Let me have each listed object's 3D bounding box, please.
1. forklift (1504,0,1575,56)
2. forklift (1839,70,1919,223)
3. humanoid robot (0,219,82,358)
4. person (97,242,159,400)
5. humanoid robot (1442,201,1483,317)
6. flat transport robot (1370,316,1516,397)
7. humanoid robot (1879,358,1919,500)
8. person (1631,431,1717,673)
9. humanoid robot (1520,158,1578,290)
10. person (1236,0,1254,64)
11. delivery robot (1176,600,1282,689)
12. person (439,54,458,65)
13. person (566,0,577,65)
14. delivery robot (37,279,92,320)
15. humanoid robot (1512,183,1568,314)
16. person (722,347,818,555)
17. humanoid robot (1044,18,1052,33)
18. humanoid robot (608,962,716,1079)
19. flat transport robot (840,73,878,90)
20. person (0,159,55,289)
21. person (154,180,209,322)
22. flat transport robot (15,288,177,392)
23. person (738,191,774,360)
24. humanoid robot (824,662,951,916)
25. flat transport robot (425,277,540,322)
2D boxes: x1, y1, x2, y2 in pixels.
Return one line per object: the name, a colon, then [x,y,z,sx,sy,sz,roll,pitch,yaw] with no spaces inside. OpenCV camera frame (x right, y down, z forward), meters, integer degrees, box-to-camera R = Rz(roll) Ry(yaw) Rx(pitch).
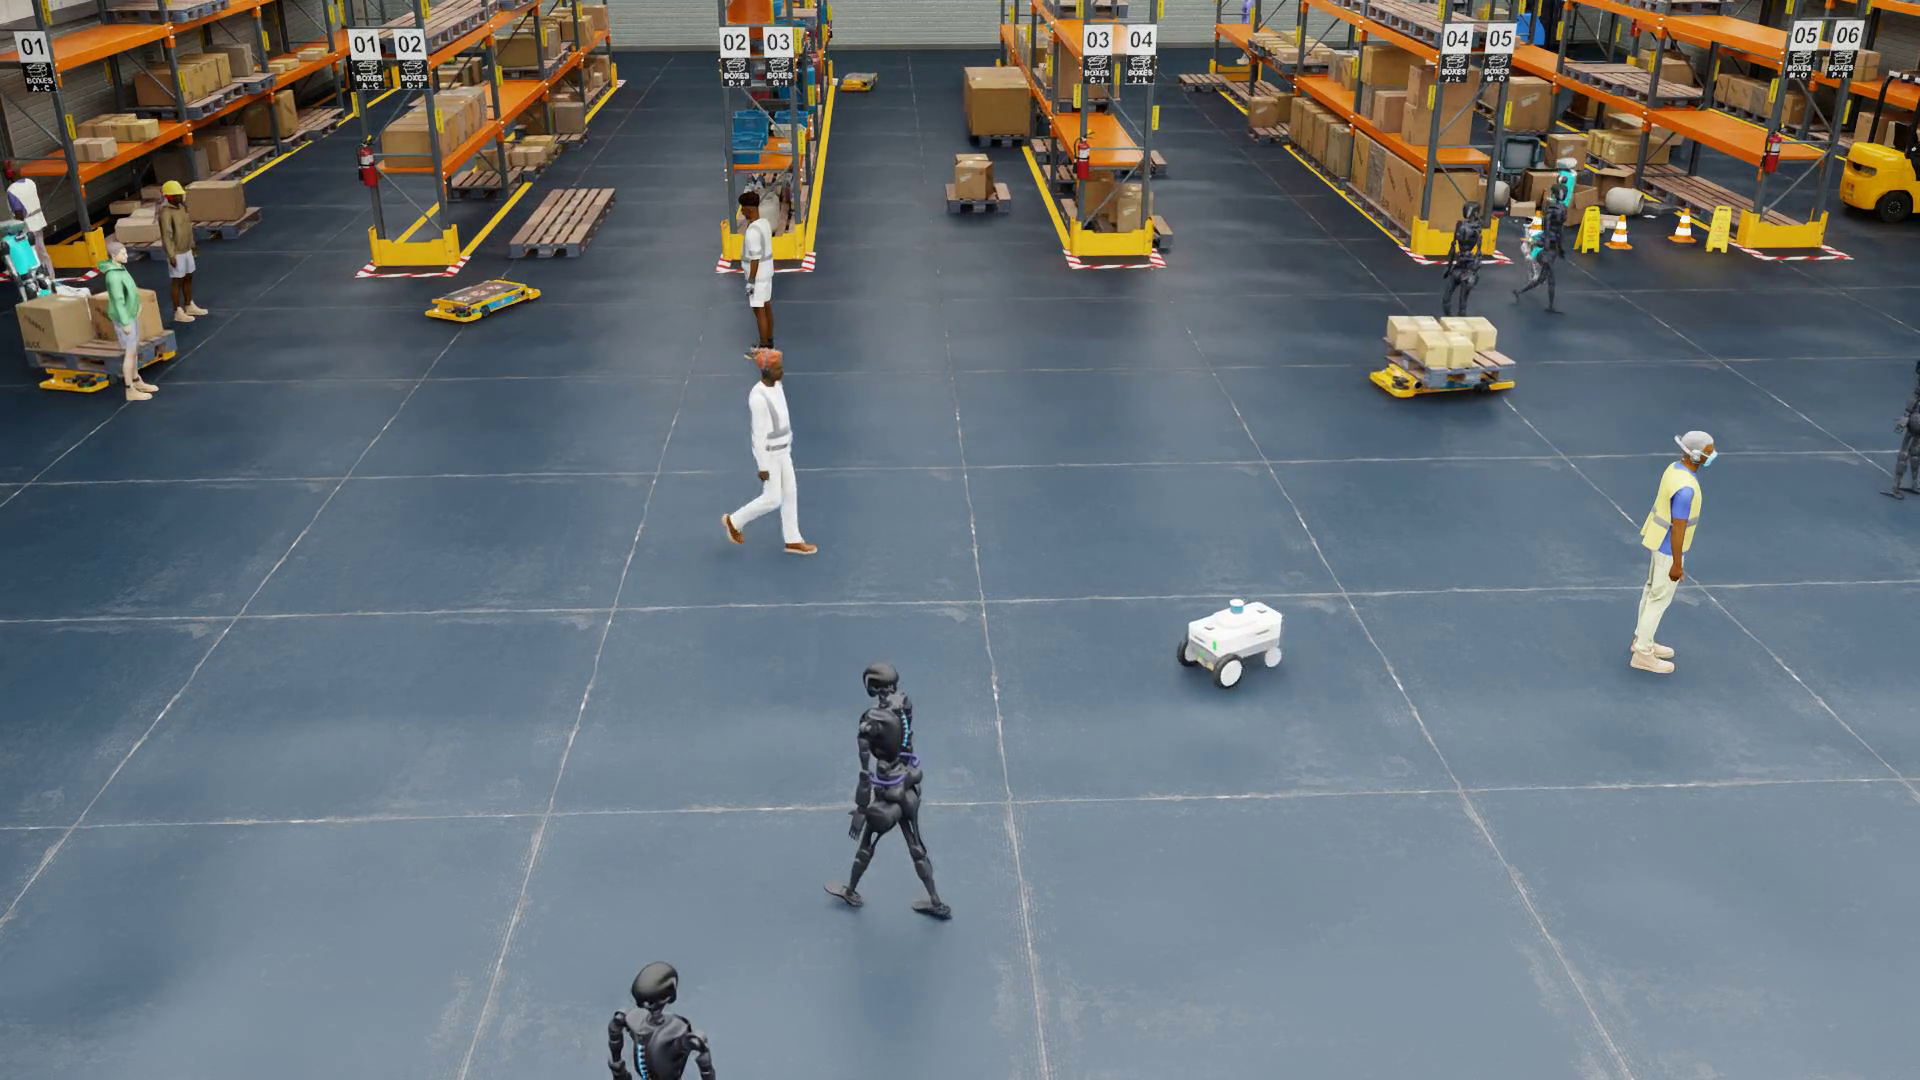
forklift: [14.700,-13.805,42.301,1.873,2.768,1.129,-1,24,-2]
forklift: [15.132,-6.143,25.915,2.313,2.155,1.214,-1,24,-2]
humanoid robot: [-10.337,-2.779,18.937,1.016,1.712,0.538,4,24,9]
person: [-9.028,-2.372,18.009,0.315,1.733,0.475,-6,25,-14]
humanoid robot: [6.095,-3.276,20.107,0.318,1.655,0.601,-8,25,-17]
flat transport robot: [5.389,-1.823,18.569,1.431,0.231,0.659,-5,25,-12]
humanoid robot: [8.933,-1.200,15.429,0.592,1.651,0.324,-19,30,-36]
person: [5.252,0.074,12.330,0.398,1.886,0.509,7,25,15]
humanoid robot: [7.731,-4.171,22.139,0.744,1.870,0.536,16,29,32]
person: [7.096,-12.694,41.117,0.395,1.797,0.592,3,24,6]
delivery robot: [2.035,0.750,12.459,0.803,0.614,0.499,-15,28,-30]
person: [-11.223,-10.504,36.355,0.531,1.665,0.798,-2,24,-4]
person: [-9.503,-12.455,40.518,0.520,1.843,0.545,9,25,19]
delivery robot: [-11.269,-2.946,20.759,0.812,0.609,0.499,-2,24,-4]
humanoid robot: [7.453,-3.732,21.181,0.724,1.644,0.589,17,29,33]
person: [-1.648,-0.745,14.189,0.753,1.861,0.585,5,25,12]
humanoid robot: [2.204,-12.951,41.841,0.537,1.818,0.840,-9,25,-19]
humanoid robot: [-1.237,2.496,7.136,0.599,1.644,0.463,11,26,23]
flat transport robot: [-2.299,-10.474,38.007,0.659,0.231,1.431,2,24,5]
person: [-12.047,-4.013,21.554,0.372,1.840,0.568,-1,24,-2]
person: [-9.738,-3.615,20.780,0.416,1.752,0.555,3,24,6]
flat transport robot: [-9.708,-1.996,18.957,0.659,0.231,1.431,6,25,13]
person: [-2.355,-3.072,19.299,0.374,1.958,0.603,4,24,9]
humanoid robot: [-0.424,1.430,9.573,0.771,1.623,0.586,12,27,25]
flat transport robot: [-6.139,-3.096,21.429,0.659,0.231,1.431,12,27,25]
